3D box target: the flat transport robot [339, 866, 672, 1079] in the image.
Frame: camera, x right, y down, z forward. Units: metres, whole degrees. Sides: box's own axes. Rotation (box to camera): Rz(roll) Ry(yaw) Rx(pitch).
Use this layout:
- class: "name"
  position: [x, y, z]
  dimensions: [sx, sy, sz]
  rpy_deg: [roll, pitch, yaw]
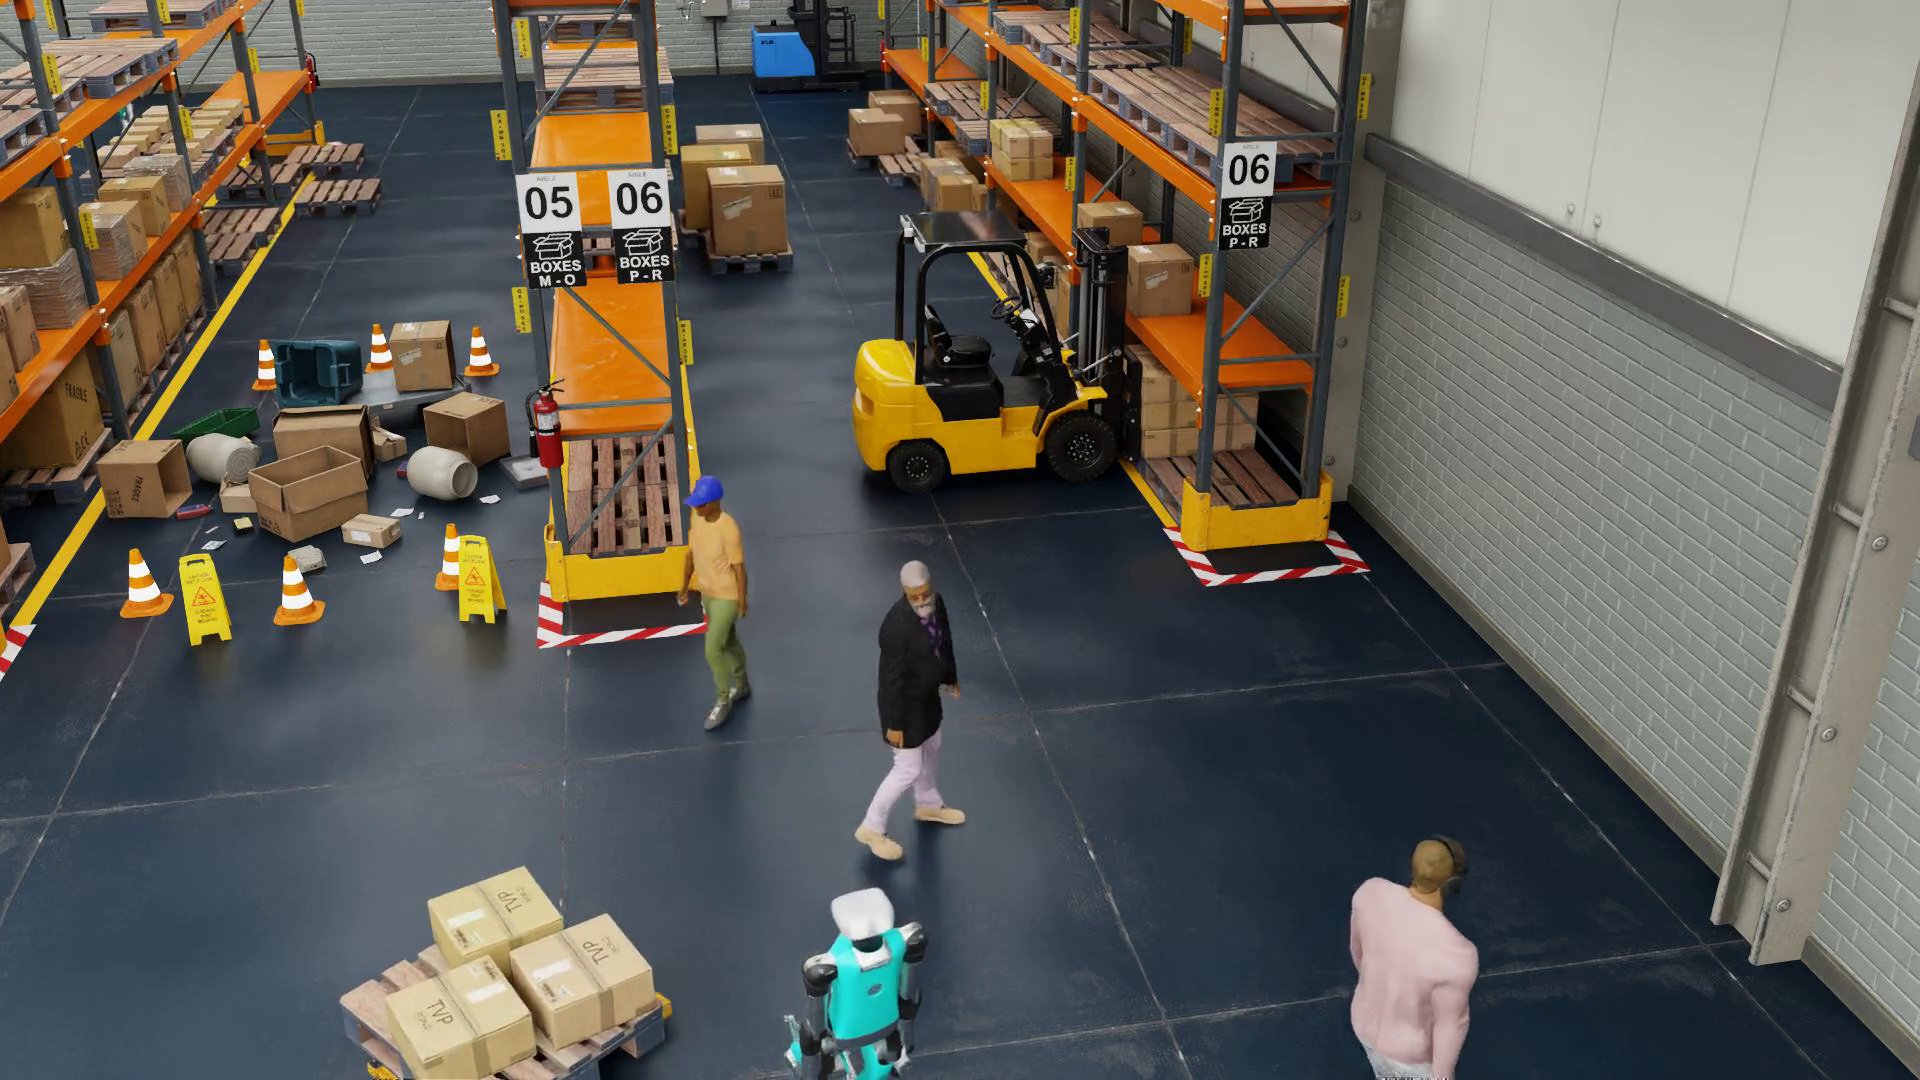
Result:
- class: "flat transport robot"
  position: [-2.162, 2.449, 8.030]
  dimensions: [0.659, 0.231, 1.431]
  rpy_deg: [21, 32, 36]

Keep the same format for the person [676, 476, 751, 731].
- class: "person"
  position: [-1.614, 0.380, 10.694]
  dimensions: [0.651, 1.696, 0.458]
  rpy_deg: [-22, 33, -38]

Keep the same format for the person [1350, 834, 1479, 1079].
- class: "person"
  position: [1.849, 2.053, 6.955]
  dimensions: [0.423, 1.921, 0.648]
  rpy_deg: [-16, 30, -29]

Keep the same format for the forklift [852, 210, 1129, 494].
- class: "forklift"
  position: [0.216, -1.659, 14.366]
  dimensions: [2.313, 2.155, 1.214]
  rpy_deg: [-5, 26, -10]

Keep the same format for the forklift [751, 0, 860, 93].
- class: "forklift"
  position: [-2.872, -9.679, 30.288]
  dimensions: [1.873, 2.768, 1.129]
  rpy_deg: [-5, 26, -10]

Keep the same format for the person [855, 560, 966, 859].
- class: "person"
  position: [-0.273, 0.904, 9.448]
  dimensions: [0.451, 1.838, 0.689]
  rpy_deg: [11, 28, 22]

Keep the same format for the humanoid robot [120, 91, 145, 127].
- class: "humanoid robot"
  position: [-13.209, -7.118, 26.268]
  dimensions: [0.547, 1.759, 0.940]
  rpy_deg: [-22, 33, -38]

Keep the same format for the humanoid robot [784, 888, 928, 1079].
- class: "humanoid robot"
  position: [-0.494, 2.101, 7.062]
  dimensions: [0.531, 1.747, 0.942]
  rpy_deg: [-12, 28, -24]
